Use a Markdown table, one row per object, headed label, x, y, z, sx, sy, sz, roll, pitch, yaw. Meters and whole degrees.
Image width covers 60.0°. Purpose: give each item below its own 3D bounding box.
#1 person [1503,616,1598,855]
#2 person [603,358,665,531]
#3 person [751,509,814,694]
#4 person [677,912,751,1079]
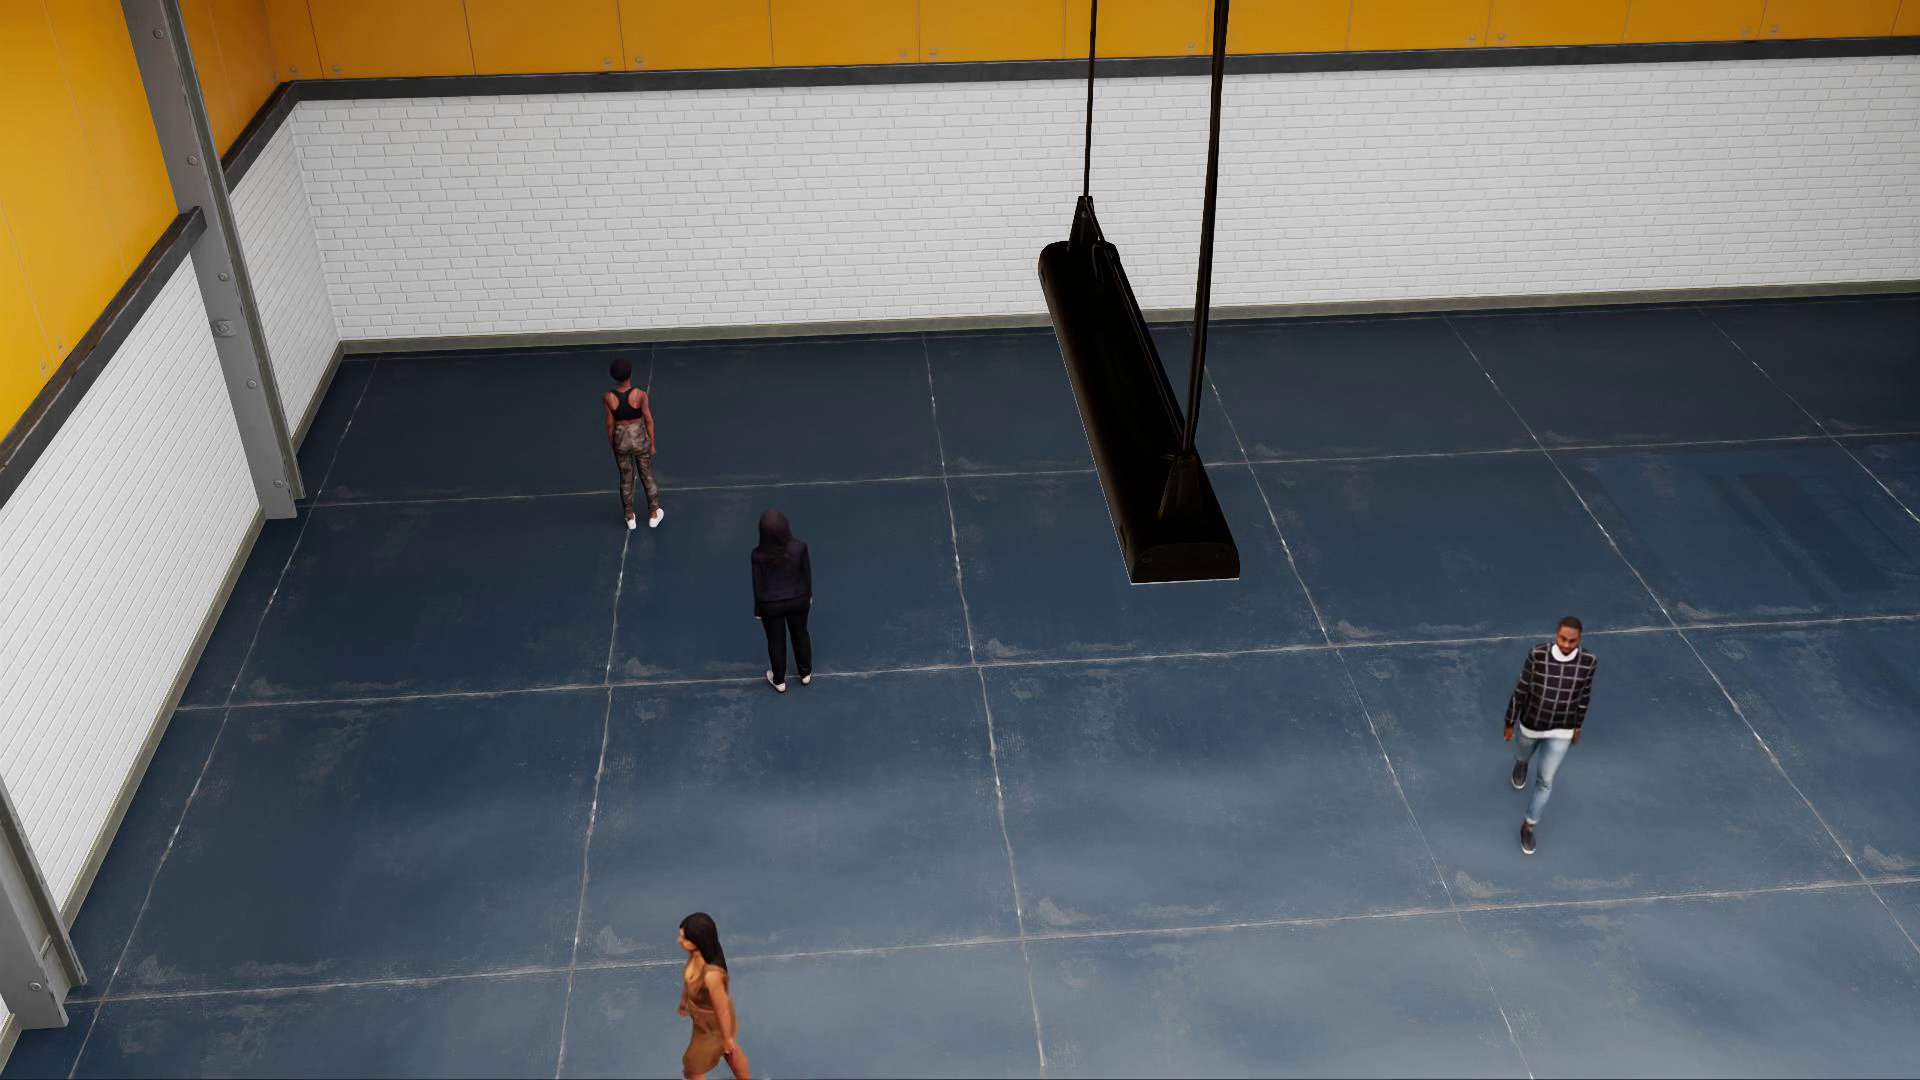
| label | x | y | z | sx | sy | sz | roll | pitch | yaw |
| --- | --- | --- | --- | --- | --- | --- | --- | --- | --- |
| person | 4.140 | 1.245 | 11.764 | 0.985 | 1.785 | 1.286 | 10 | 35 | 14 |
| person | -2.966 | -0.868 | 15.018 | 0.566 | 1.702 | 0.518 | -3 | 34 | -5 |
| person | -1.392 | 0.479 | 13.072 | 0.736 | 1.612 | 0.733 | -14 | 36 | -20 |
| person | -1.342 | 2.756 | 9.597 | 0.754 | 1.666 | 0.773 | -12 | 35 | -17 |
